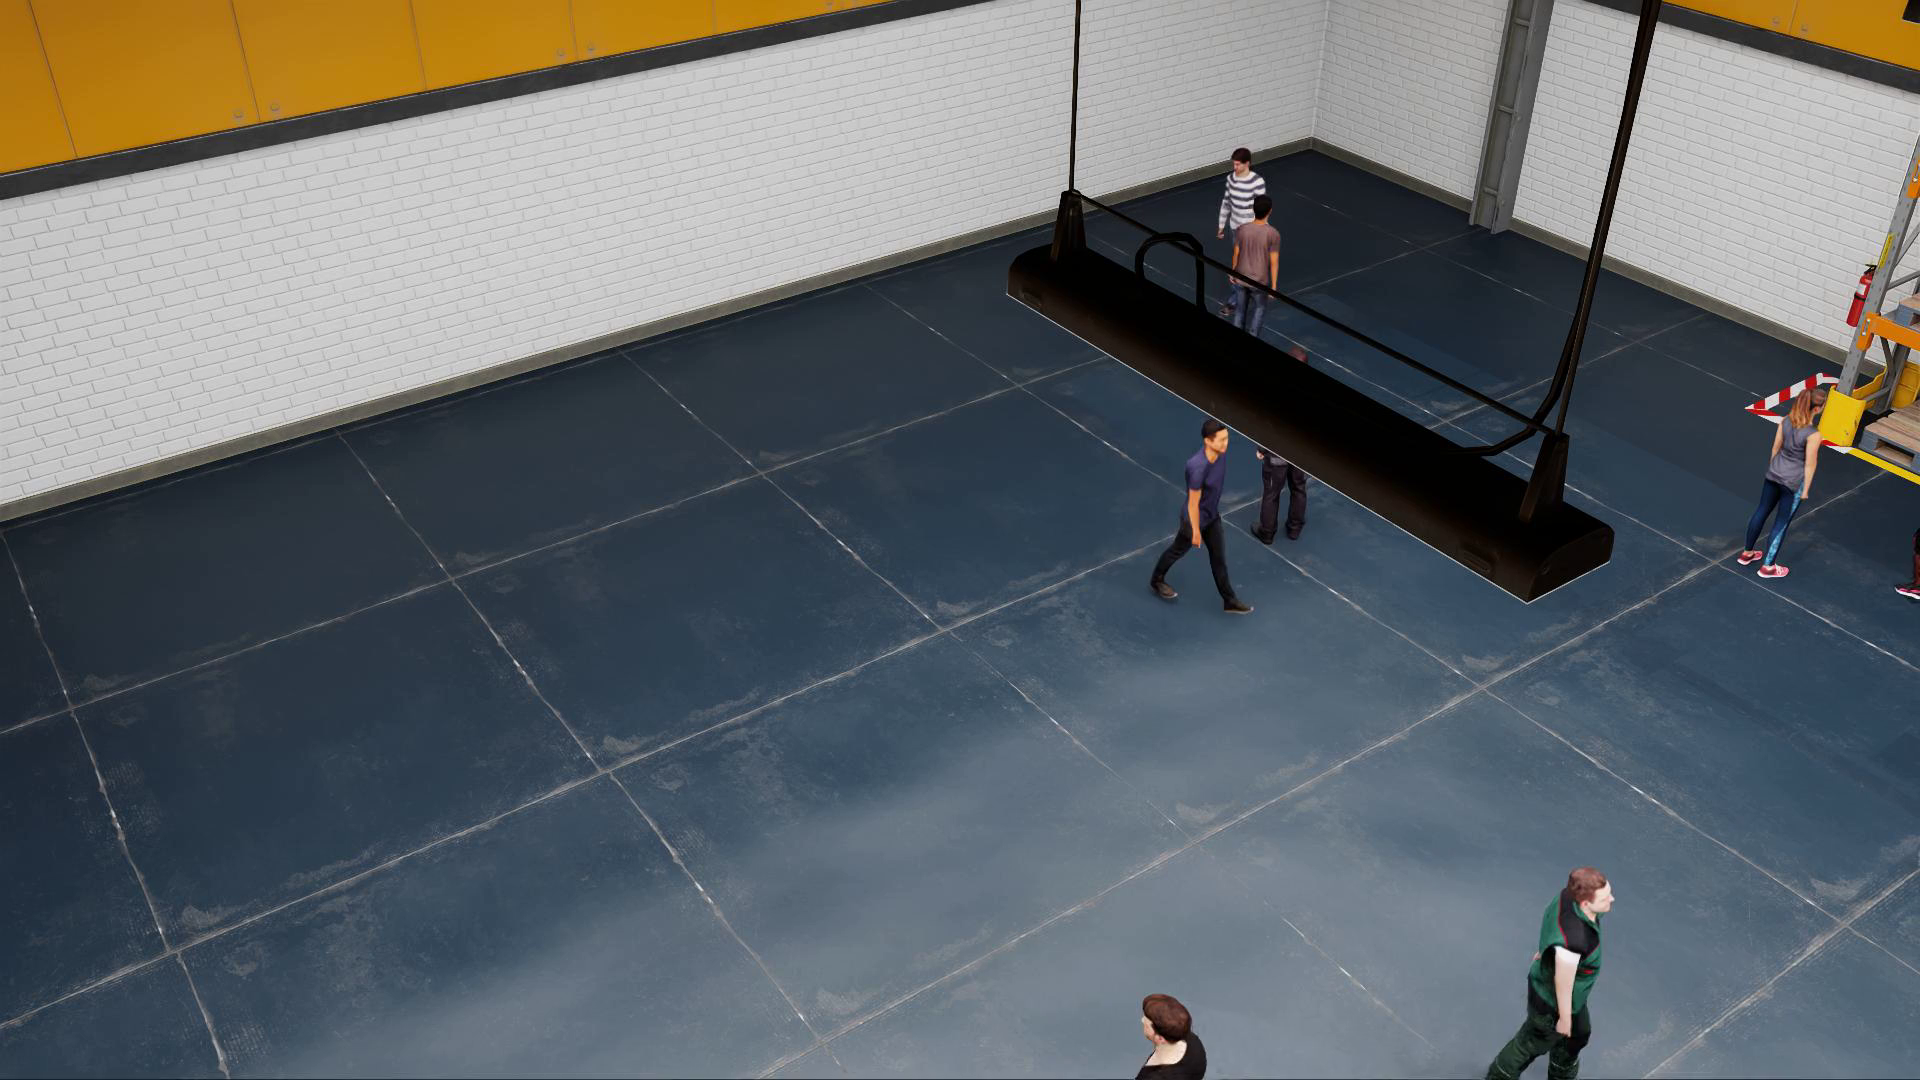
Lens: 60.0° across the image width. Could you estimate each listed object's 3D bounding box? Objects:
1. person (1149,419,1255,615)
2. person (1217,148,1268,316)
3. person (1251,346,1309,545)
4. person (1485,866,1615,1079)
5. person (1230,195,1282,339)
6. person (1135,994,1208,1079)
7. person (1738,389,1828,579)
[{"bbox_3d":[1.847,-0.206,13.333,1.239,1.738,0.915,23,40,31],"label":"person"},{"bbox_3d":[3.162,-3.397,18.072,0.769,1.806,0.906,-24,41,-32],"label":"person"},{"bbox_3d":[2.783,-0.795,14.129,0.793,1.838,0.737,-6,34,-9],"label":"person"},{"bbox_3d":[3.234,2.477,9.222,1.015,1.820,0.925,11,35,16],"label":"person"},{"bbox_3d":[2.949,-2.612,16.931,0.771,1.763,0.860,11,35,16],"label":"person"},{"bbox_3d":[1.097,3.027,8.336,0.833,1.885,0.800,17,37,24],"label":"person"},{"bbox_3d":[6.840,-0.489,13.770,0.660,1.724,0.528,-13,36,-19],"label":"person"}]
